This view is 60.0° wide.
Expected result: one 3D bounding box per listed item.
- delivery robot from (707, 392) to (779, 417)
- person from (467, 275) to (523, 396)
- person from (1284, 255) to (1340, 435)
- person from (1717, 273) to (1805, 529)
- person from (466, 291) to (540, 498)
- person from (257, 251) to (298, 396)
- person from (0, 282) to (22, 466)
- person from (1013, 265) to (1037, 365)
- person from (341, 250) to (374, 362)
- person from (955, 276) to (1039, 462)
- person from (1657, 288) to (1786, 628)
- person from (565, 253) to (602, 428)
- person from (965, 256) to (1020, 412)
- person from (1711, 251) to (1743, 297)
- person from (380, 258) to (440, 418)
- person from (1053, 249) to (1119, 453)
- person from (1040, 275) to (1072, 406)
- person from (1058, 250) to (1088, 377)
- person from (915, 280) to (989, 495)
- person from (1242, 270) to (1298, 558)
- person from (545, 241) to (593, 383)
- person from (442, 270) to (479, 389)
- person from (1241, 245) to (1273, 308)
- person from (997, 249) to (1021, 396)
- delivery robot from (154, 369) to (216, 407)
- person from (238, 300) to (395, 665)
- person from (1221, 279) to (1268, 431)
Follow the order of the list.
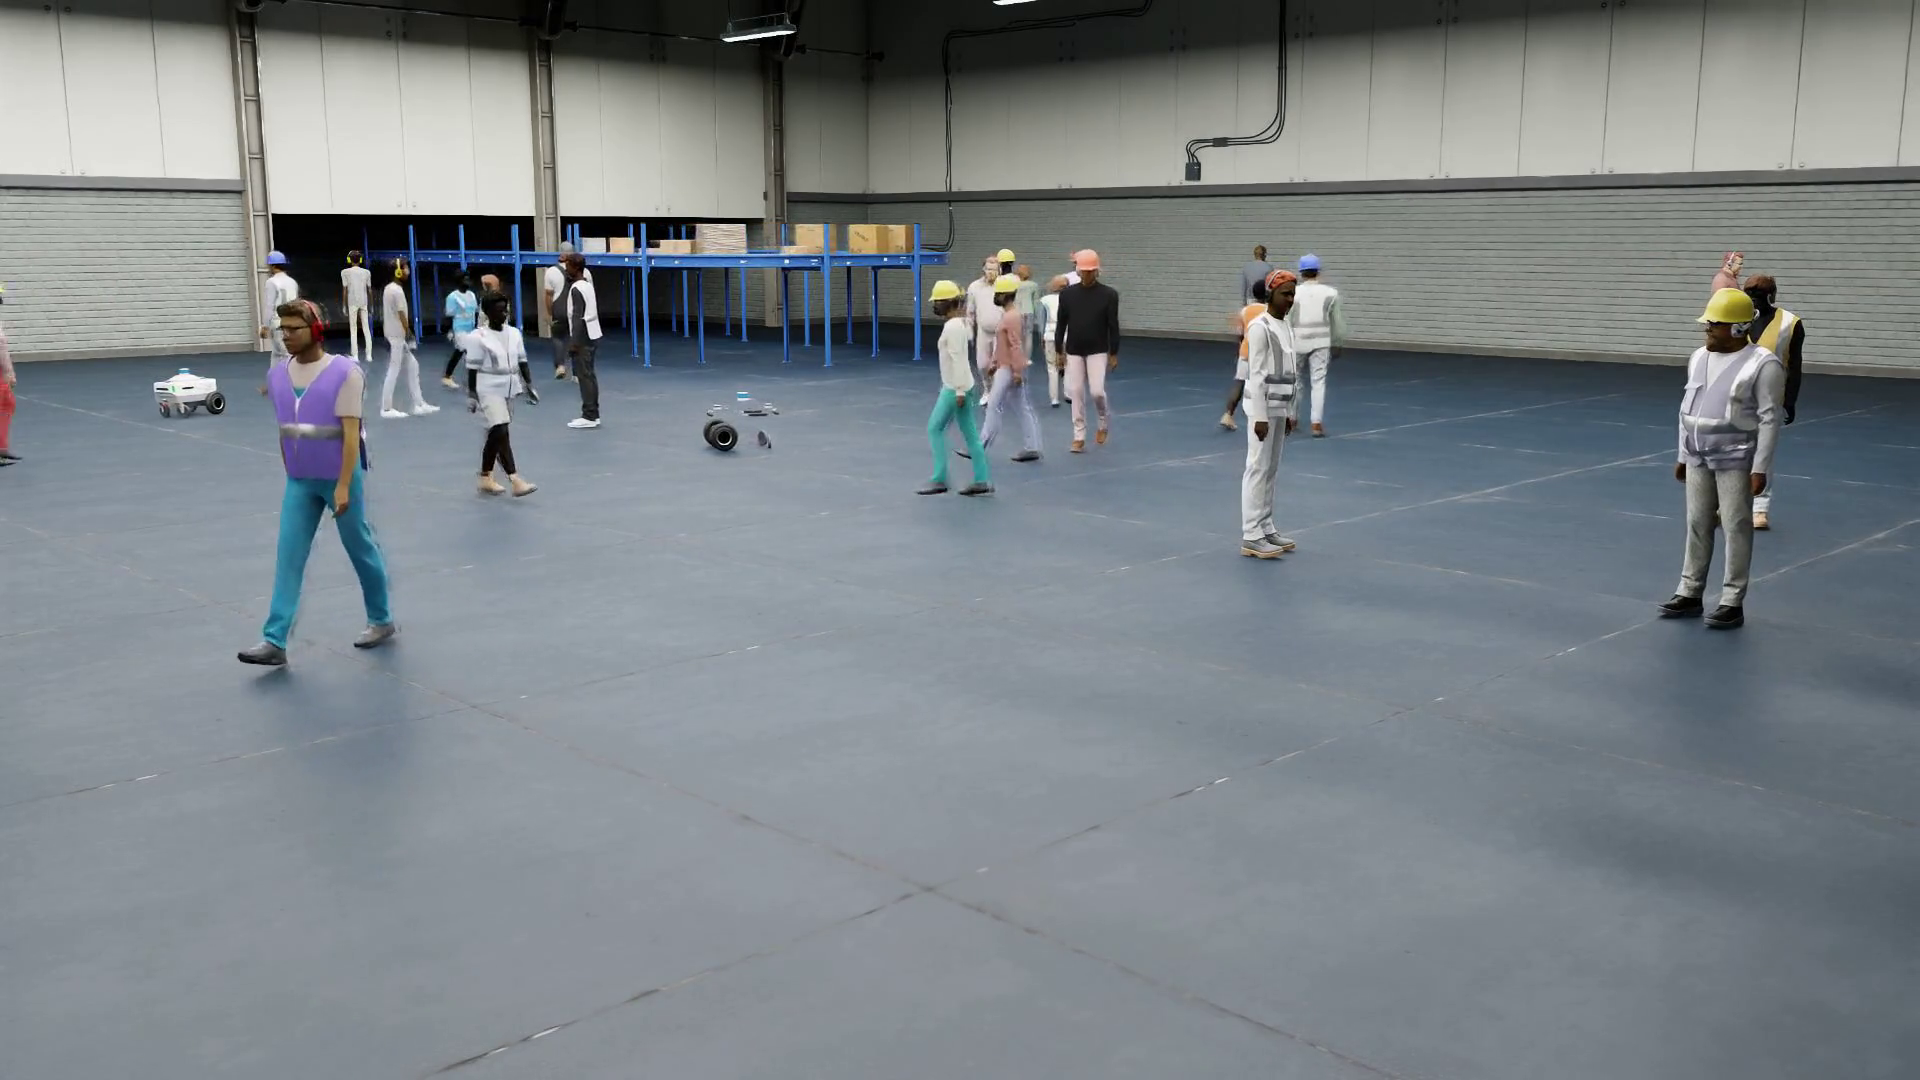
[{"bbox_3d":[-2.177,-1.366,16.683,0.698,0.223,0.335,-3,11,-16],"label":"delivery robot"},{"bbox_3d":[-6.126,-2.678,21.849,0.856,1.595,0.519,2,11,10],"label":"person"},{"bbox_3d":[3.747,-2.083,17.811,0.636,1.906,0.872,1,10,5],"label":"person"},{"bbox_3d":[5.735,-1.006,12.065,0.629,1.840,0.429,6,12,29],"label":"person"},{"bbox_3d":[-3.669,-1.174,13.474,0.819,1.655,0.539,6,12,28],"label":"person"},{"bbox_3d":[-8.849,-2.840,21.874,0.927,1.919,0.602,1,10,4],"label":"person"},{"bbox_3d":[-8.858,-1.559,15.325,0.545,1.747,0.547,9,14,42],"label":"person"},{"bbox_3d":[1.034,-3.661,27.145,0.579,1.623,0.348,-6,12,-29],"label":"person"},{"bbox_3d":[-10.140,-3.933,27.976,0.519,1.865,0.317,-8,13,-37],"label":"person"},{"bbox_3d":[0.355,-1.593,15.570,0.864,1.731,0.533,0,10,2],"label":"person"},{"bbox_3d":[4.142,-0.448,9.056,0.404,1.828,0.591,-5,11,-23],"label":"person"},{"bbox_3d":[-4.184,-2.222,18.506,0.385,1.913,0.598,-1,10,-3],"label":"person"},{"bbox_3d":[0.416,-2.530,20.325,0.660,1.871,0.743,2,11,11],"label":"person"},{"bbox_3d":[9.830,-2.737,21.333,0.410,1.904,0.639,6,12,31],"label":"person"},{"bbox_3d":[-6.407,-2.344,19.338,0.828,1.837,0.571,-6,12,-28],"label":"person"},{"bbox_3d":[1.229,-1.846,16.283,0.637,1.978,0.457,4,11,19],"label":"person"},{"bbox_3d":[1.242,-2.485,20.716,0.528,1.618,0.505,2,11,11],"label":"person"},{"bbox_3d":[1.770,-3.420,25.098,0.548,1.896,0.983,6,12,29],"label":"person"},{"bbox_3d":[-0.096,-1.222,13.489,0.735,1.737,0.554,1,10,6],"label":"person"},{"bbox_3d":[2.069,-0.843,11.056,0.360,1.884,0.574,6,12,30],"label":"person"},{"bbox_3d":[-5.654,-3.284,24.050,0.688,2.000,0.538,-4,11,-21],"label":"person"},{"bbox_3d":[-6.791,-2.869,22.757,0.910,1.639,0.532,3,11,18],"label":"person"},{"bbox_3d":[5.196,-4.169,29.049,0.629,1.937,0.379,9,14,42],"label":"person"},{"bbox_3d":[0.612,-2.876,22.022,0.378,1.923,0.596,3,11,18],"label":"person"},{"bbox_3d":[-9.166,-1.785,19.678,0.477,0.478,0.707,4,11,20],"label":"delivery robot"},{"bbox_3d":[-3.216,-0.292,8.297,0.569,1.794,0.974,3,11,16],"label":"person"},{"bbox_3d":[3.199,-2.004,18.023,0.869,1.655,0.542,-9,14,-41],"label":"person"}]
